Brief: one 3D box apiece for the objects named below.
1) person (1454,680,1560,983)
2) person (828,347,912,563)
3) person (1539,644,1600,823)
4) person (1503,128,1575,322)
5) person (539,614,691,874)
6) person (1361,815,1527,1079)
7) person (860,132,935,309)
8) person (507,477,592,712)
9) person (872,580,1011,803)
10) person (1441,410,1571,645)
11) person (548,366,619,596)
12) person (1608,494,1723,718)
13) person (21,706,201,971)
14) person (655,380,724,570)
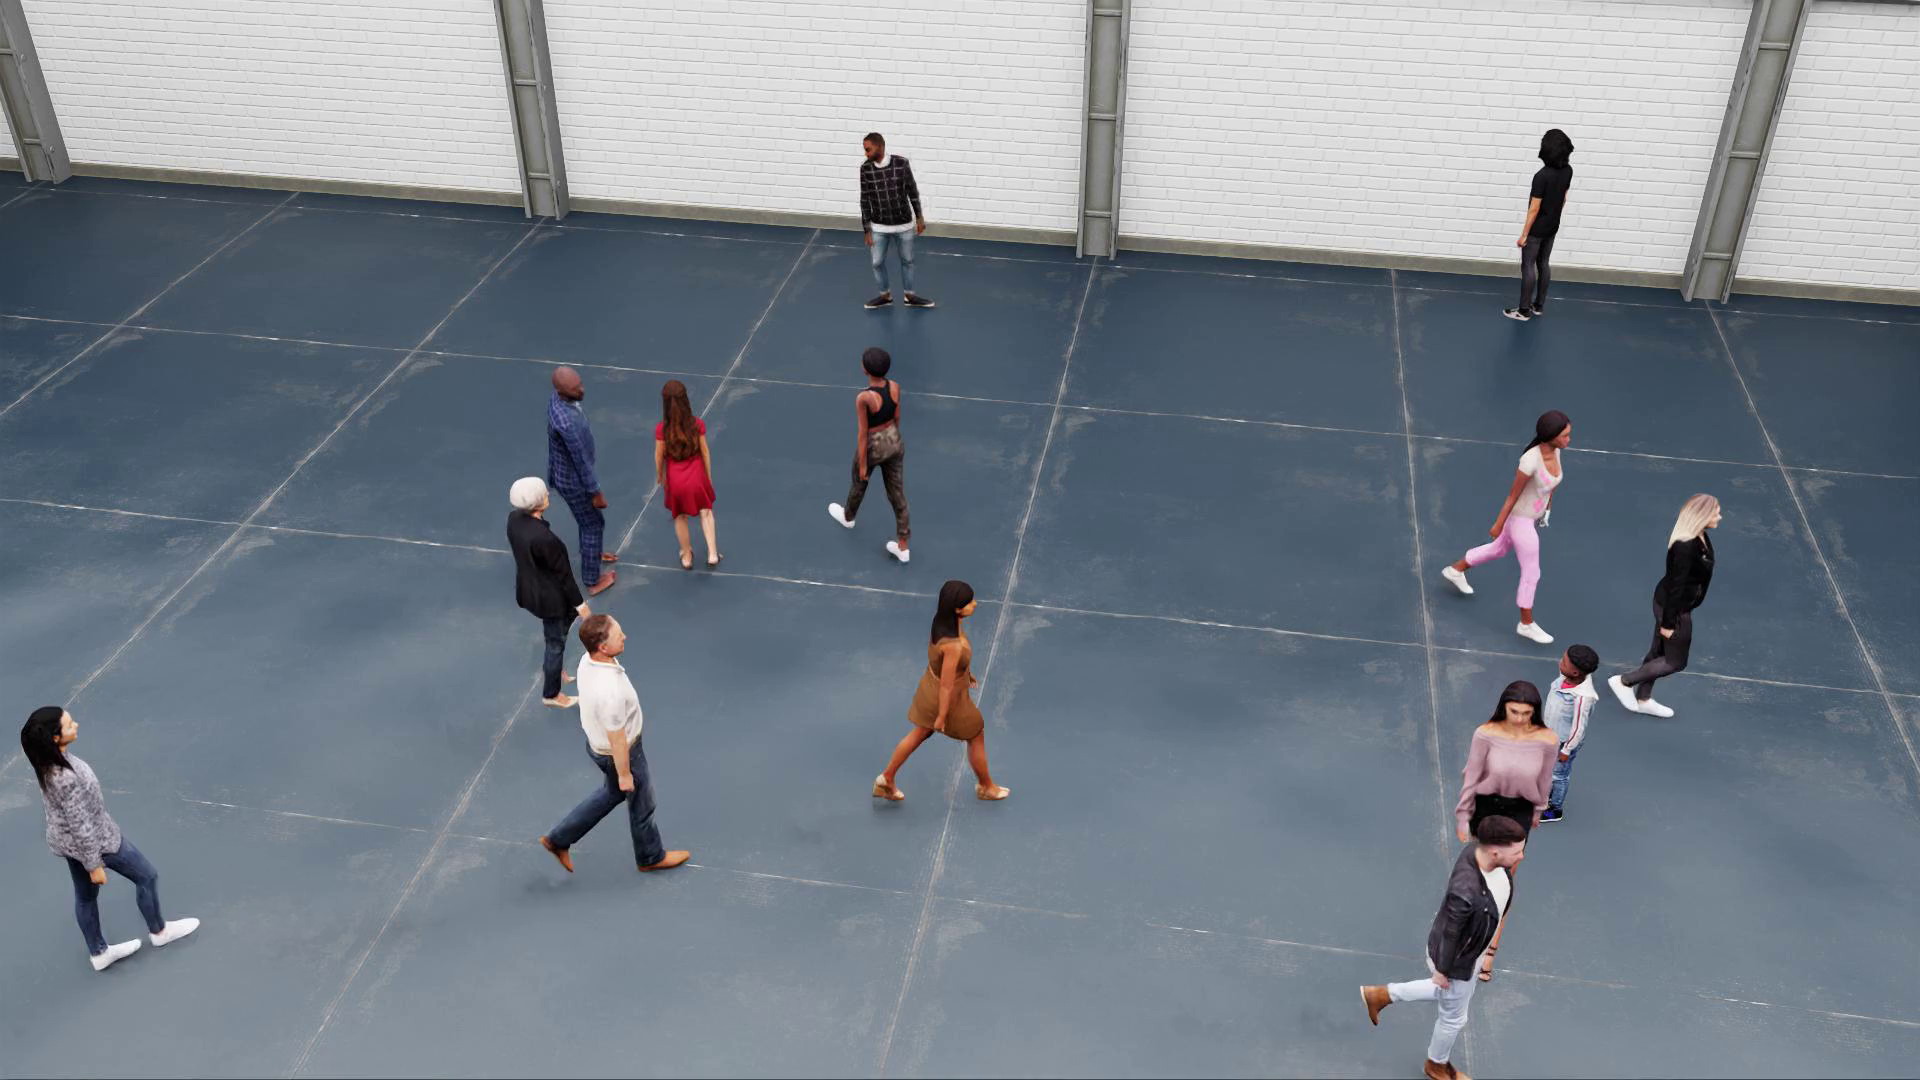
[{"bbox_3d":[2.909,1.435,9.005,0.994,1.776,0.780,9,35,14],"label":"person"},{"bbox_3d":[-0.526,-0.586,12.145,1.035,1.665,1.136,-25,41,-32],"label":"person"},{"bbox_3d":[3.609,1.133,9.924,0.508,1.259,0.498,1,34,2],"label":"person"},{"bbox_3d":[5.441,-2.944,15.540,0.686,1.833,0.763,-19,38,-26],"label":"person"},{"bbox_3d":[-2.019,1.197,9.308,1.177,1.836,0.982,-10,35,-15],"label":"person"},{"bbox_3d":[2.367,1.985,8.141,1.024,1.816,0.869,18,37,25],"label":"person"},{"bbox_3d":[-0.580,-3.003,15.672,0.567,1.786,0.924,-7,34,-11],"label":"person"},{"bbox_3d":[-2.665,0.353,10.488,0.829,1.771,0.862,-20,38,-27],"label":"person"},{"bbox_3d":[-0.171,0.954,9.846,1.132,1.646,0.829,-7,34,-10],"label":"person"},{"bbox_3d":[3.801,-0.156,11.471,1.245,1.695,1.027,26,42,34],"label":"person"},{"bbox_3d":[-2.737,-0.416,11.779,0.834,1.787,0.840,-14,36,-20],"label":"person"},{"bbox_3d":[4.456,0.424,10.612,0.749,1.680,0.712,15,36,21],"label":"person"},{"bbox_3d":[-4.693,1.627,8.769,0.880,1.716,0.923,28,43,36],"label":"person"},{"bbox_3d":[-2.000,-0.426,12.012,0.705,1.544,0.761,-7,34,-11],"label":"person"}]
